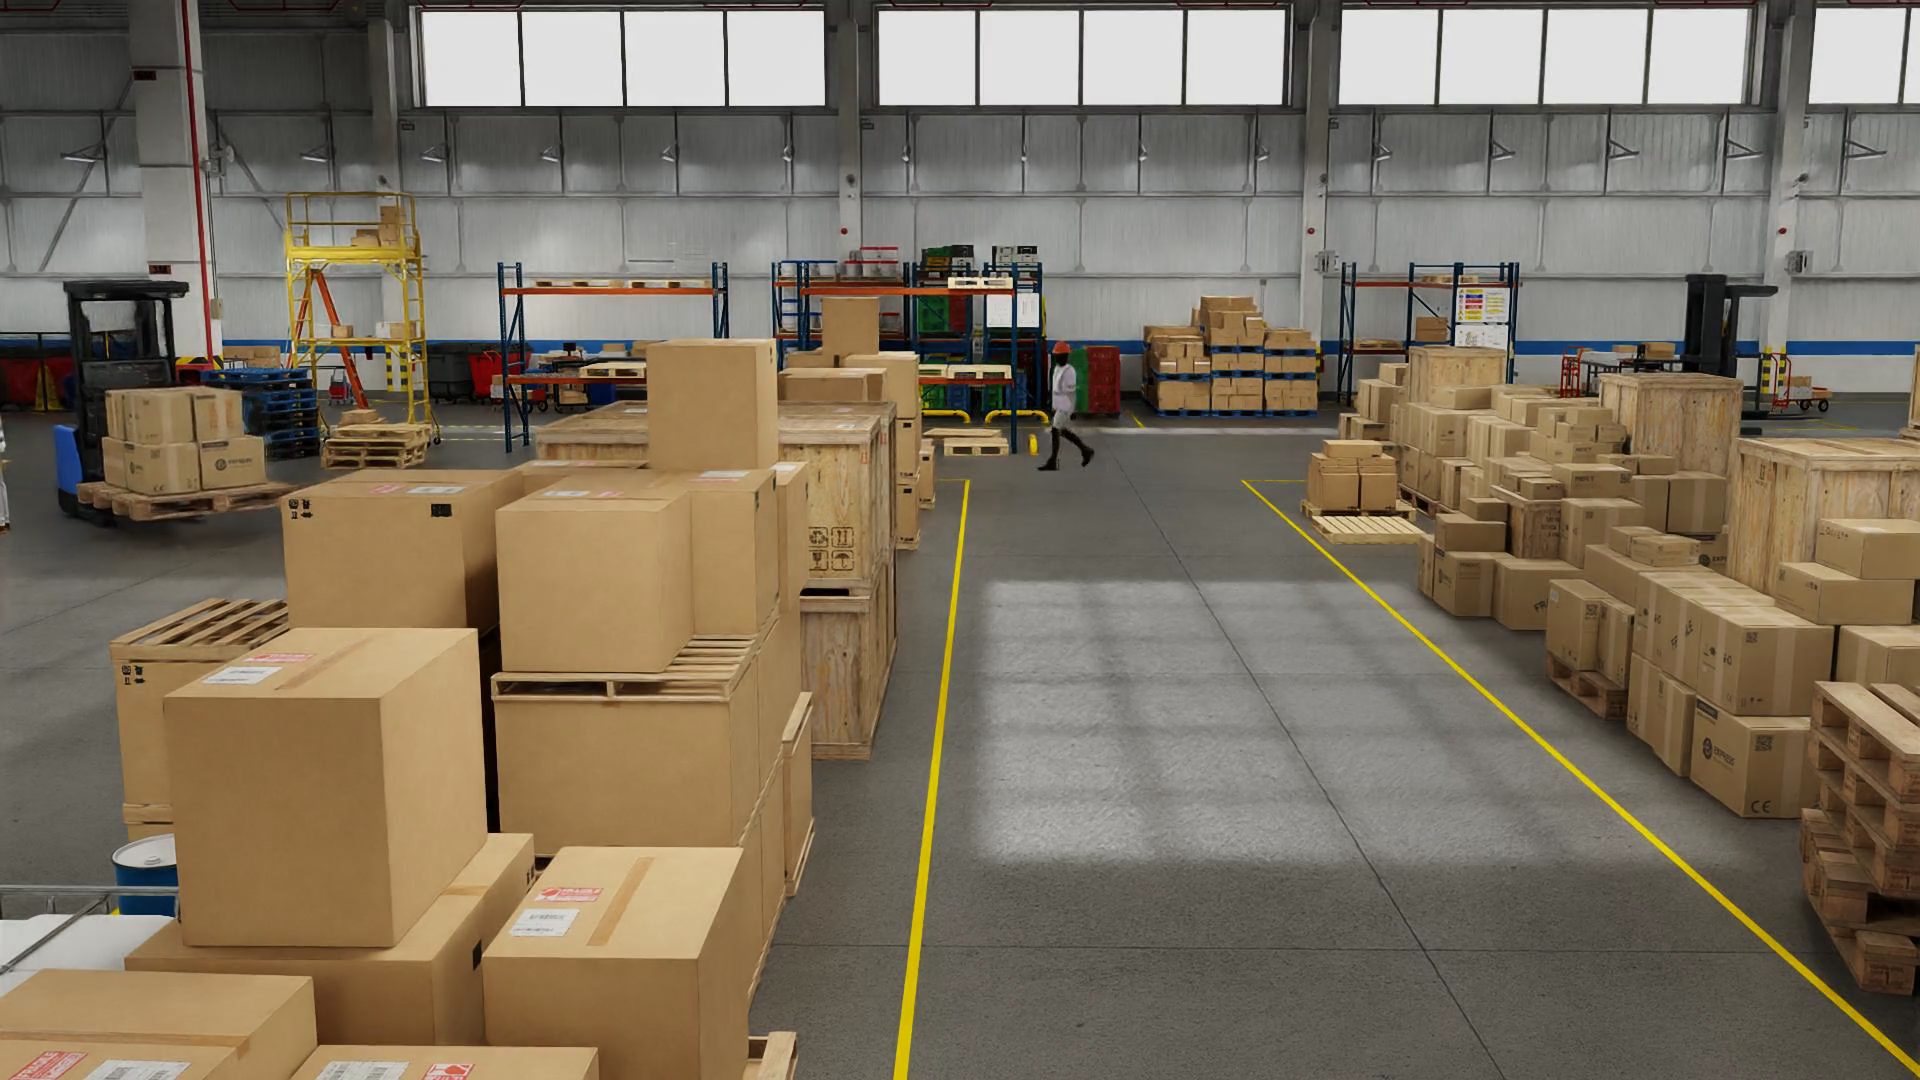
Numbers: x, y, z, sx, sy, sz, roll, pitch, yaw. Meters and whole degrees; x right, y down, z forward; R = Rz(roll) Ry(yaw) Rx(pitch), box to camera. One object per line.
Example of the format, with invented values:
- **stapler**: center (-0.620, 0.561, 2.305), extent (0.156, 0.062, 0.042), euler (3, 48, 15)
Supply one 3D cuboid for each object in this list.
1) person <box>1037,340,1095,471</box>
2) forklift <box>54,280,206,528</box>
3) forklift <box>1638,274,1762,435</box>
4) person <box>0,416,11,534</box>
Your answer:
- **person**: center (1.565, -1.962, 24.300), extent (0.869, 1.916, 0.550), euler (-3, 10, -16)
- **forklift**: center (-9.926, -1.670, 19.640), extent (1.129, 2.768, 1.873), euler (-9, 13, -43)
- **forklift**: center (13.019, -3.274, 29.249), extent (1.873, 2.768, 1.129), euler (0, 9, 1)
- **person**: center (-10.874, -0.995, 18.600), extent (0.342, 1.881, 0.582), euler (-4, 10, -21)
